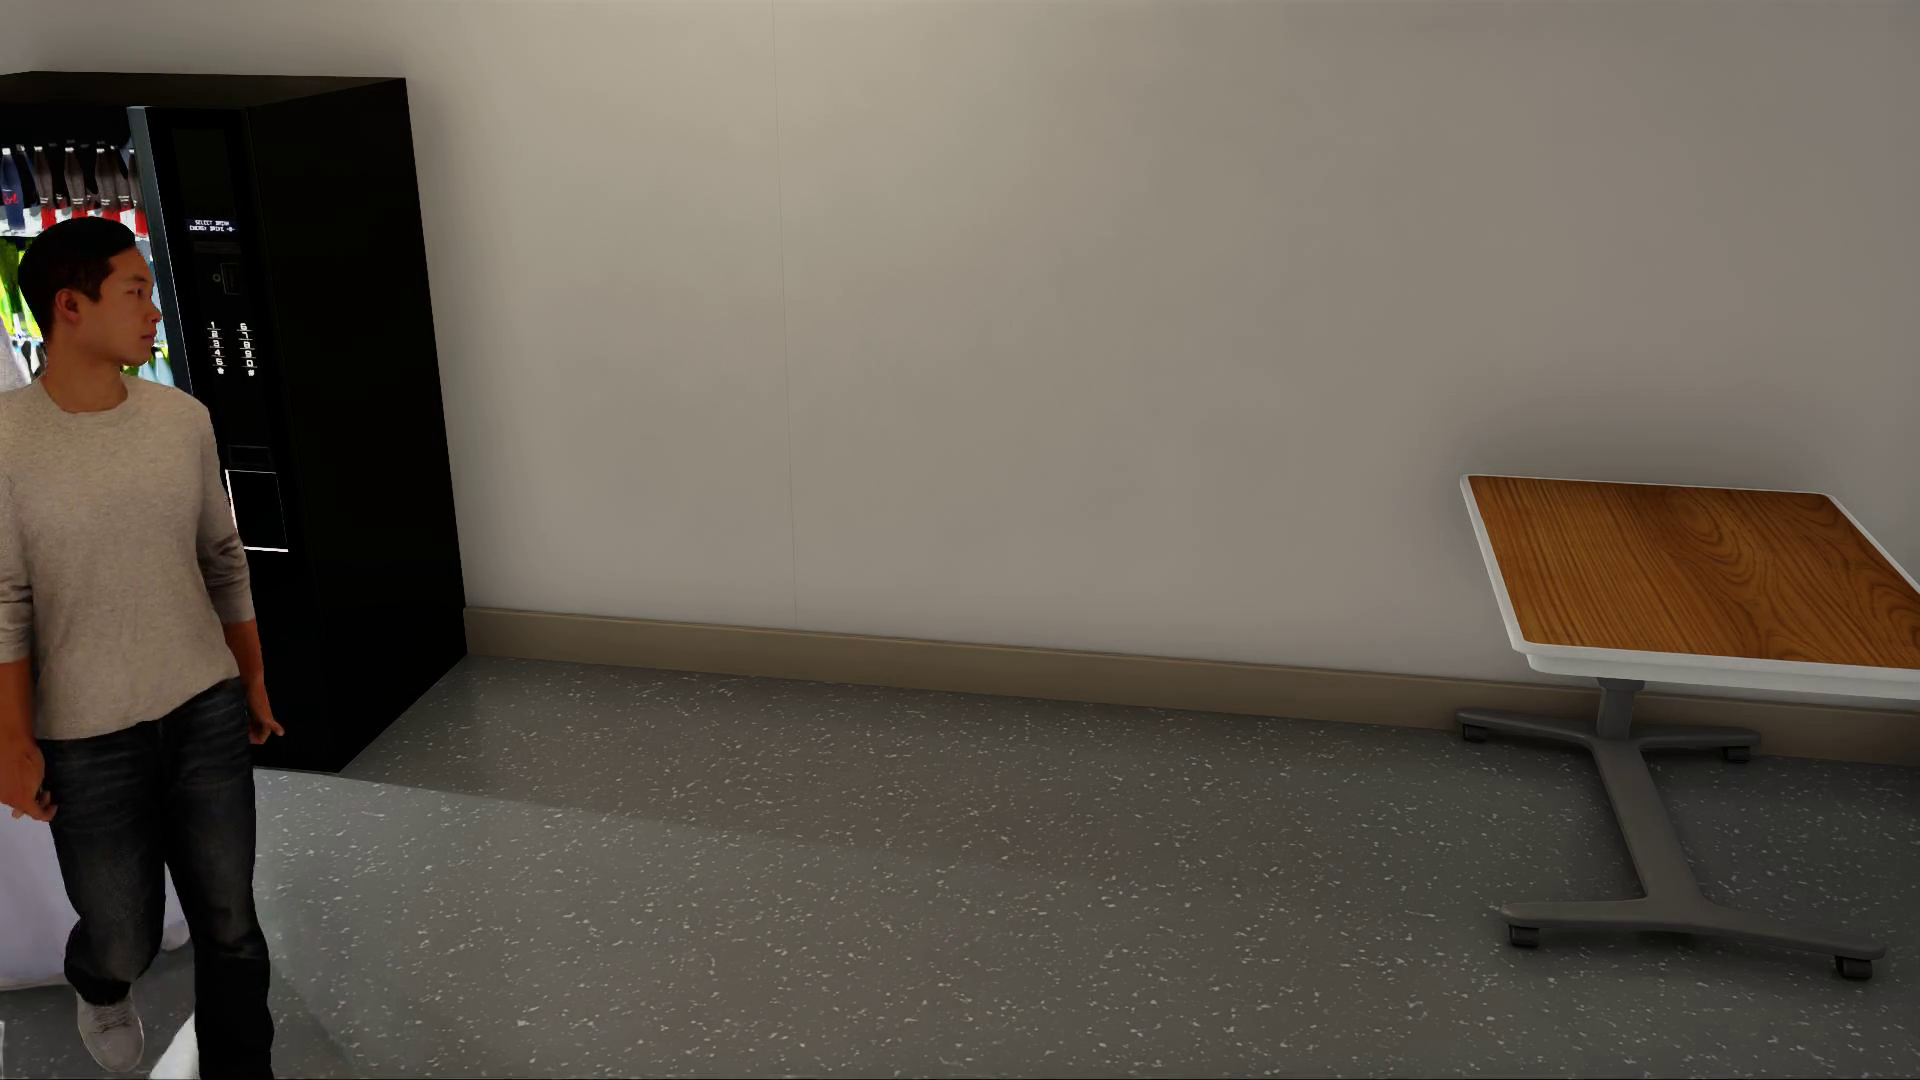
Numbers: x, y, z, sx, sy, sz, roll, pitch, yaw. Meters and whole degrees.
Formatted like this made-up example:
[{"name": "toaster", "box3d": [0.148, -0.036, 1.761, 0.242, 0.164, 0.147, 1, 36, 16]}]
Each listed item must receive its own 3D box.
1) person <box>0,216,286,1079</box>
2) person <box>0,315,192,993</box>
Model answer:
[{"name": "person", "box3d": [-1.552, 0.319, 3.092, 0.916, 1.778, 1.027, -19, 28, -41]}, {"name": "person", "box3d": [-2.041, 0.108, 3.490, 0.982, 1.892, 0.925, -19, 28, -40]}]
